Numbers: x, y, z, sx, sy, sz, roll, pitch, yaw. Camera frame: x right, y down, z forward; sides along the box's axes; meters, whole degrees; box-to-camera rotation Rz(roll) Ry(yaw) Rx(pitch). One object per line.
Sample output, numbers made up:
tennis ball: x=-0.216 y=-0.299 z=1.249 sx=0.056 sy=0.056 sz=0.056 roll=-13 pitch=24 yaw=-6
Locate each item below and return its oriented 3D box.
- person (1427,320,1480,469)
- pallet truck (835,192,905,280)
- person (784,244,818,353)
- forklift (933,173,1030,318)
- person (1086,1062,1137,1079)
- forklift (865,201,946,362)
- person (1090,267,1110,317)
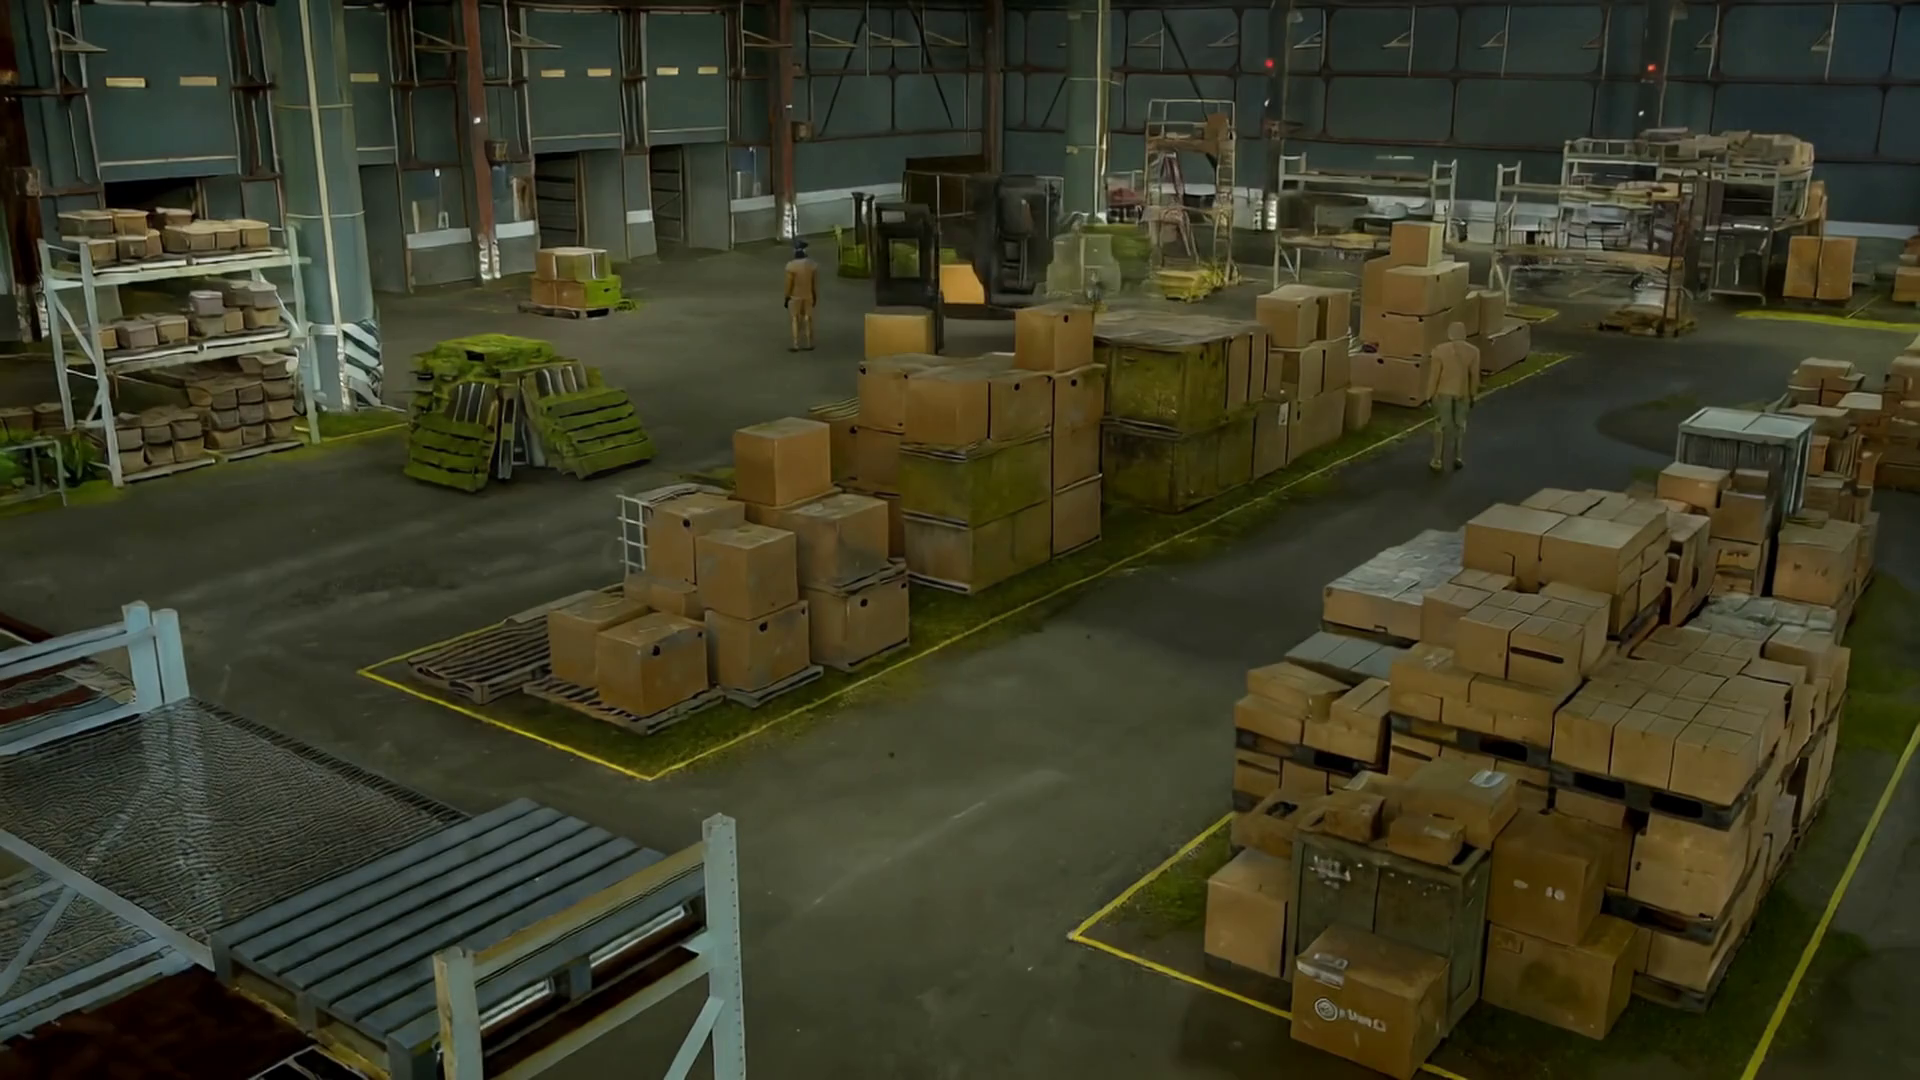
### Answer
person: x=6.397 y=-1.885 z=21.621 sx=0.635 sy=1.936 sz=0.350 roll=1 pitch=17 yaw=3
pallet truck: x=-1.936 y=-7.159 z=38.982 sx=1.885 sy=1.965 sz=0.823 roll=-12 pitch=21 yaw=-34
person: x=-2.828 y=-4.308 z=29.668 sx=0.636 sy=1.930 sz=0.371 roll=-8 pitch=19 yaw=-25
forklift: x=0.432 y=-5.931 z=33.414 sx=1.873 sy=2.768 sz=1.129 roll=3 pitch=17 yaw=8
person: x=0.518 y=2.811 z=5.894 sx=0.682 sy=2.000 sz=0.882 roll=5 pitch=18 yaw=17
forklift: x=-0.931 y=-4.236 z=27.802 sx=1.129 sy=2.768 sz=1.873 roll=2 pitch=17 yaw=8
person: x=2.436 y=-3.845 z=28.586 sx=0.403 sy=1.659 sz=0.606 roll=5 pitch=17 yaw=15
